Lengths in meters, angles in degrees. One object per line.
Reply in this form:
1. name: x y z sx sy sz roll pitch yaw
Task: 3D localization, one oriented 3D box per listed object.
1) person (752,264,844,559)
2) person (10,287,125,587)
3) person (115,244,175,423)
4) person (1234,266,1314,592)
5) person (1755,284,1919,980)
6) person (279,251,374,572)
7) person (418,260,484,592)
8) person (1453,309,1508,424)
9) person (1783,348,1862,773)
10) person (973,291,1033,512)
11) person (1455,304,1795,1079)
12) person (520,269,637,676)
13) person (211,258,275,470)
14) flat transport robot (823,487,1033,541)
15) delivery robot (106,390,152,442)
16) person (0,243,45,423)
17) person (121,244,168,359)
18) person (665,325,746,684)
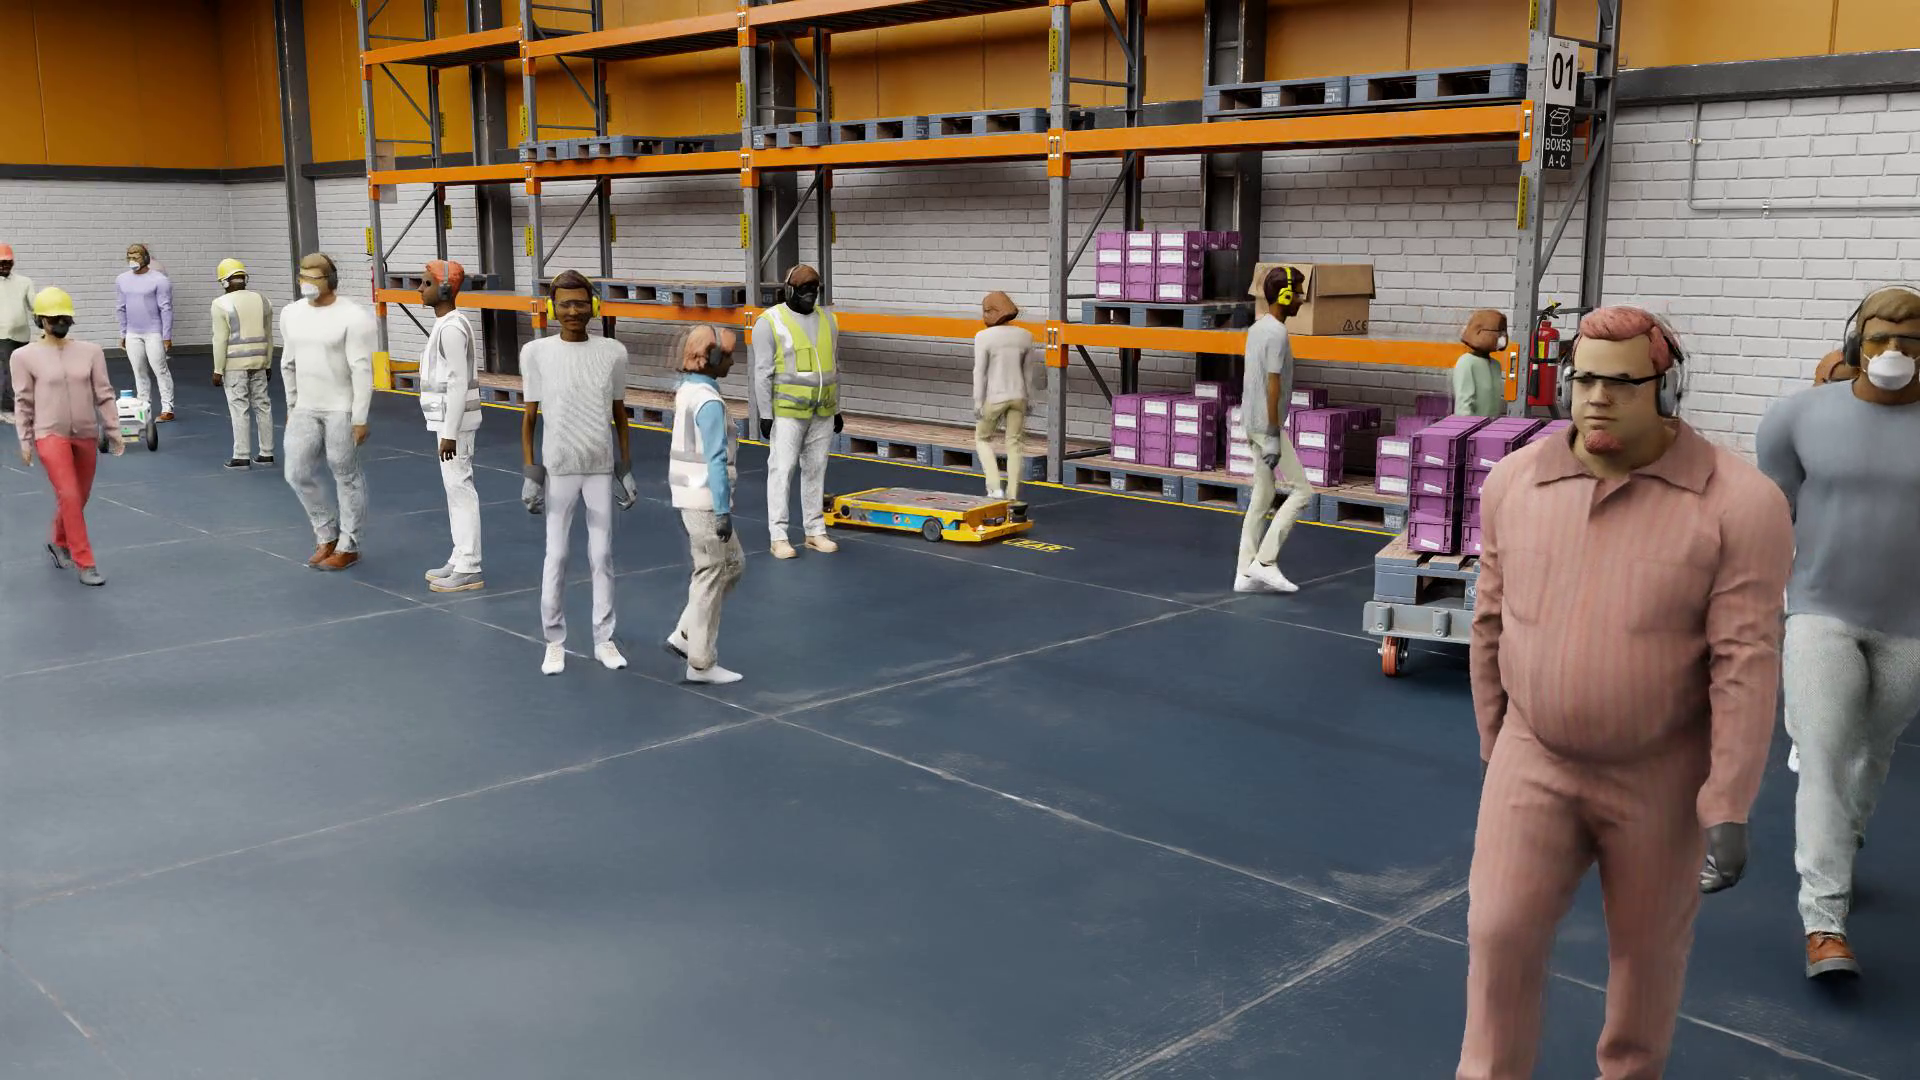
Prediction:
1. person: -0.996 -0.811 10.515 0.634 1.839 0.429 -8 13 -38
2. person: -5.291 -0.630 9.822 0.866 1.725 0.552 8 13 39
3. person: -8.800 -2.224 17.994 0.622 1.932 0.368 2 11 10
4. person: 1.770 -0.608 9.381 0.485 1.844 0.544 -1 10 -6
5. person: 2.543 0.240 4.653 0.649 1.883 1.046 4 11 21
6. person: -3.804 -0.752 9.961 0.659 1.923 0.468 3 11 16
7. person: -2.919 -0.650 9.516 0.355 1.885 0.576 -4 11 -20
8. person: 3.030 -0.580 9.913 0.497 1.596 0.829 -9 14 -41
9. person: 3.392 0.046 6.476 0.504 1.606 0.764 5 12 26
10. person: 0.317 -1.011 12.207 0.518 1.618 0.387 -5 12 -26
11. person: 1.279 0.478 3.365 0.654 1.877 0.797 8 13 36
12. person: -1.765 -0.310 7.705 0.532 1.868 0.309 -4 11 -23
13. person: -6.235 -1.521 14.436 0.403 1.822 0.589 6 12 28
14. flat transport robot: -0.274 -0.192 11.422 1.431 0.197 0.652 7 12 34
15. delivery robot: -7.867 -1.171 15.731 0.477 0.478 0.707 -4 11 -20
16. person: -10.089 -2.175 17.694 1.021 1.948 0.622 7 12 33
17. person: -13.229 -3.858 27.038 0.696 1.883 0.439 -3 11 -17
18. person: -1.117 -0.152 7.495 0.378 1.620 0.546 -4 11 -19
